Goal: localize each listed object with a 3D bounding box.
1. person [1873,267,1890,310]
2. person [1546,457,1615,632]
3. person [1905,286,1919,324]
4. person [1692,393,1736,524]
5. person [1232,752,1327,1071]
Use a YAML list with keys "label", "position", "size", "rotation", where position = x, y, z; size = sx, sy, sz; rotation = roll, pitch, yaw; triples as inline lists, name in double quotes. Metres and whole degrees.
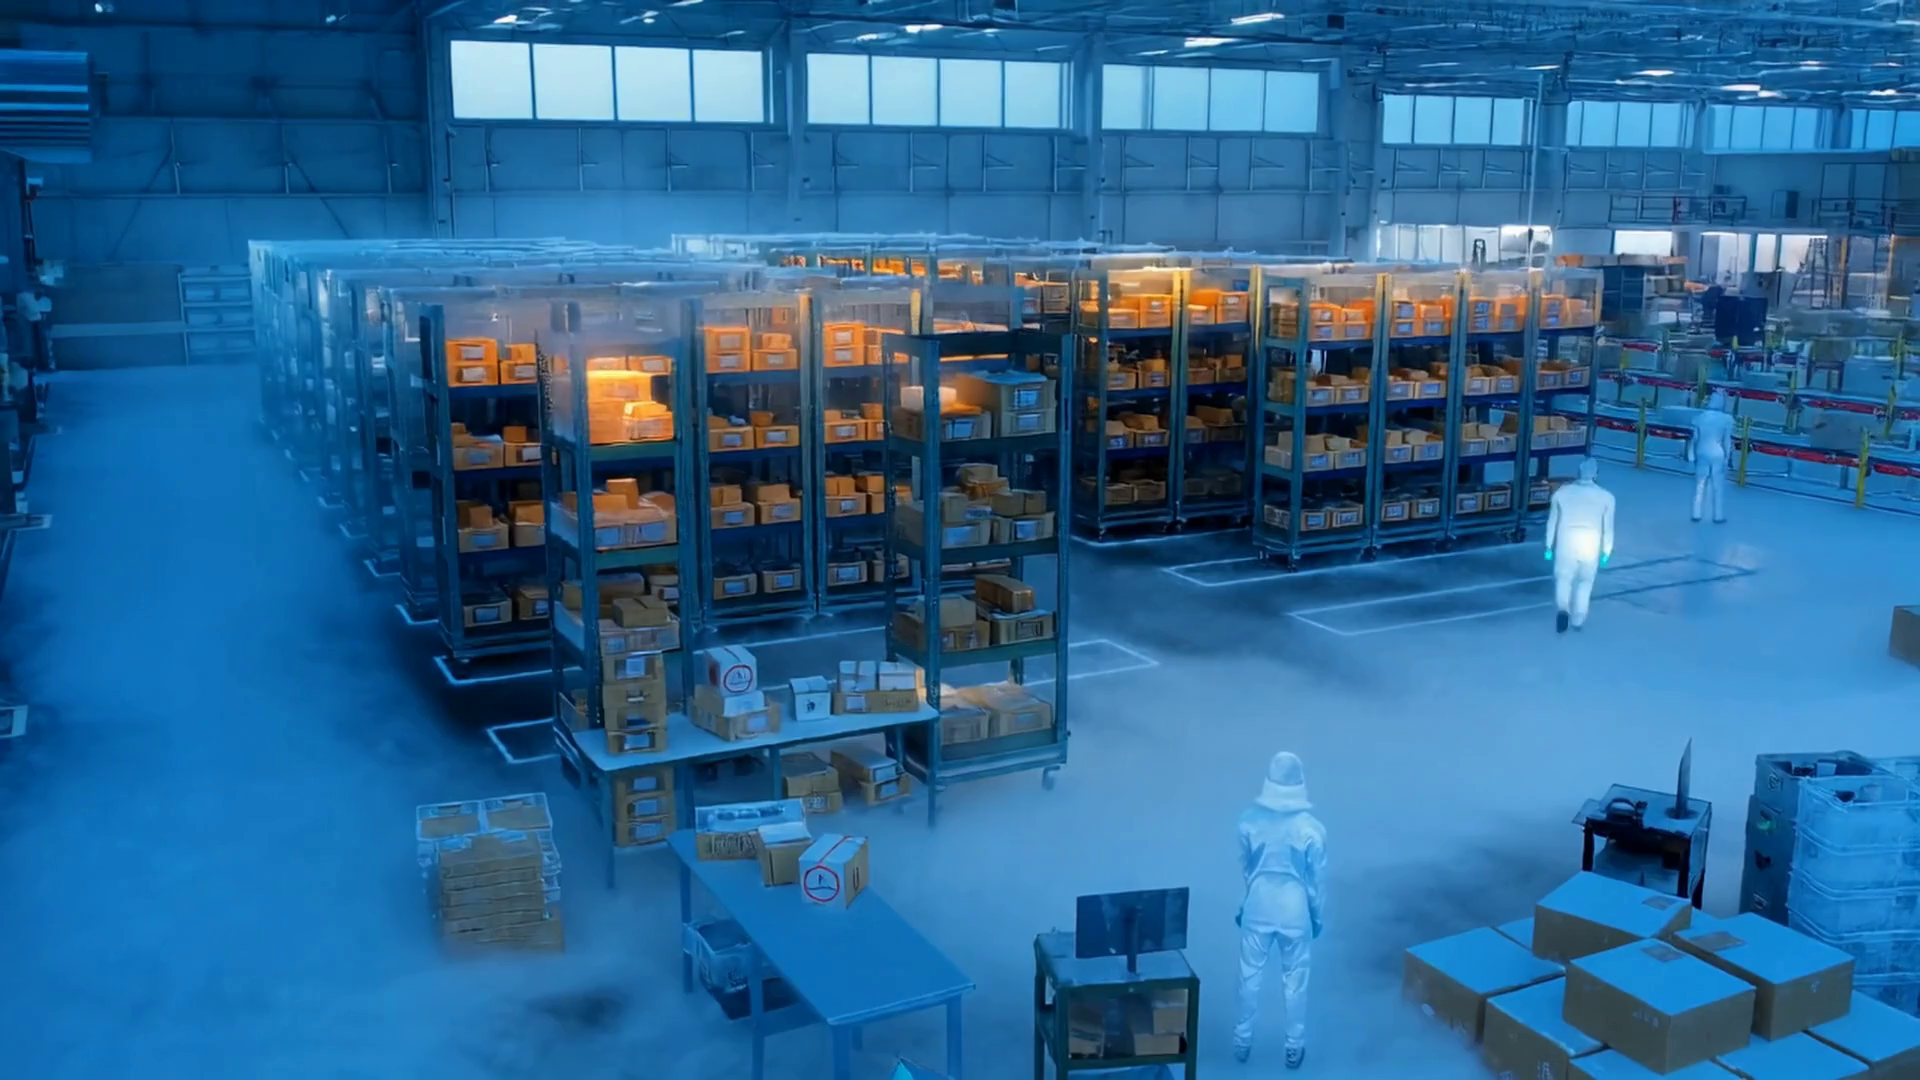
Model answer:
- label: "person"
  position: [33.130, -8.907, 59.796]
  size: [0.522, 1.769, 0.318]
  rotation: [7, 14, 29]
- label: "person"
  position: [6.511, 0.076, 17.482]
  size: [0.665, 1.887, 0.650]
  rotation: [5, 13, 20]
- label: "person"
  position: [27.961, -6.537, 48.666]
  size: [0.481, 1.802, 1.015]
  rotation: [-4, 13, -20]
- label: "person"
  position: [10.538, -1.142, 23.287]
  size: [0.570, 1.845, 0.384]
  rotation: [10, 16, 40]
- label: "person"
  position: [1.709, 1.983, 8.939]
  size: [0.485, 1.735, 0.343]
  rotation: [3, 13, 15]
